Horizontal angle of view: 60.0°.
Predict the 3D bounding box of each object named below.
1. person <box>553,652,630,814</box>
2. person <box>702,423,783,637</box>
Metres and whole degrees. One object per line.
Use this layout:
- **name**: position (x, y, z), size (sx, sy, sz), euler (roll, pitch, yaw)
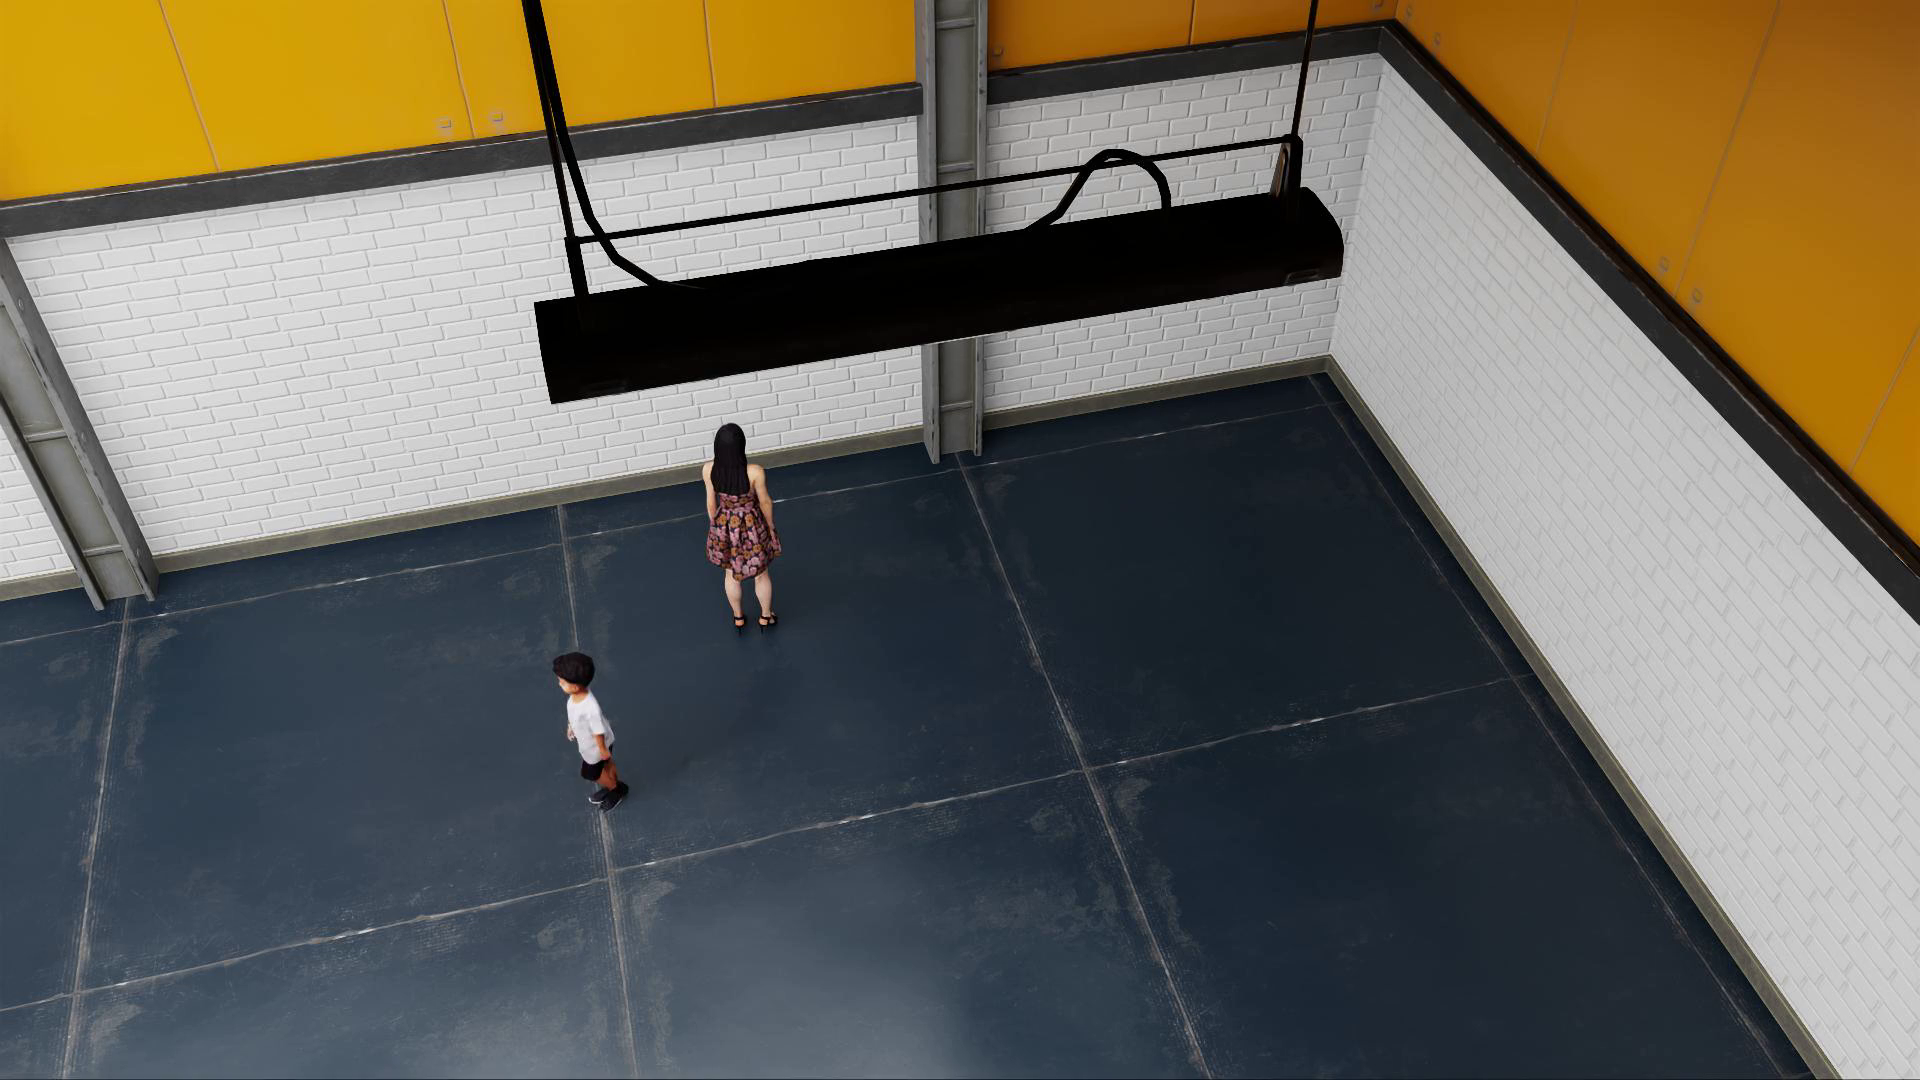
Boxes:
- **person**: position (-2.148, 1.126, 9.977), size (0.527, 1.245, 0.522), euler (-22, 48, -22)
- **person**: position (-1.421, -0.062, 10.840), size (0.705, 1.774, 0.807), euler (1, 44, 1)
